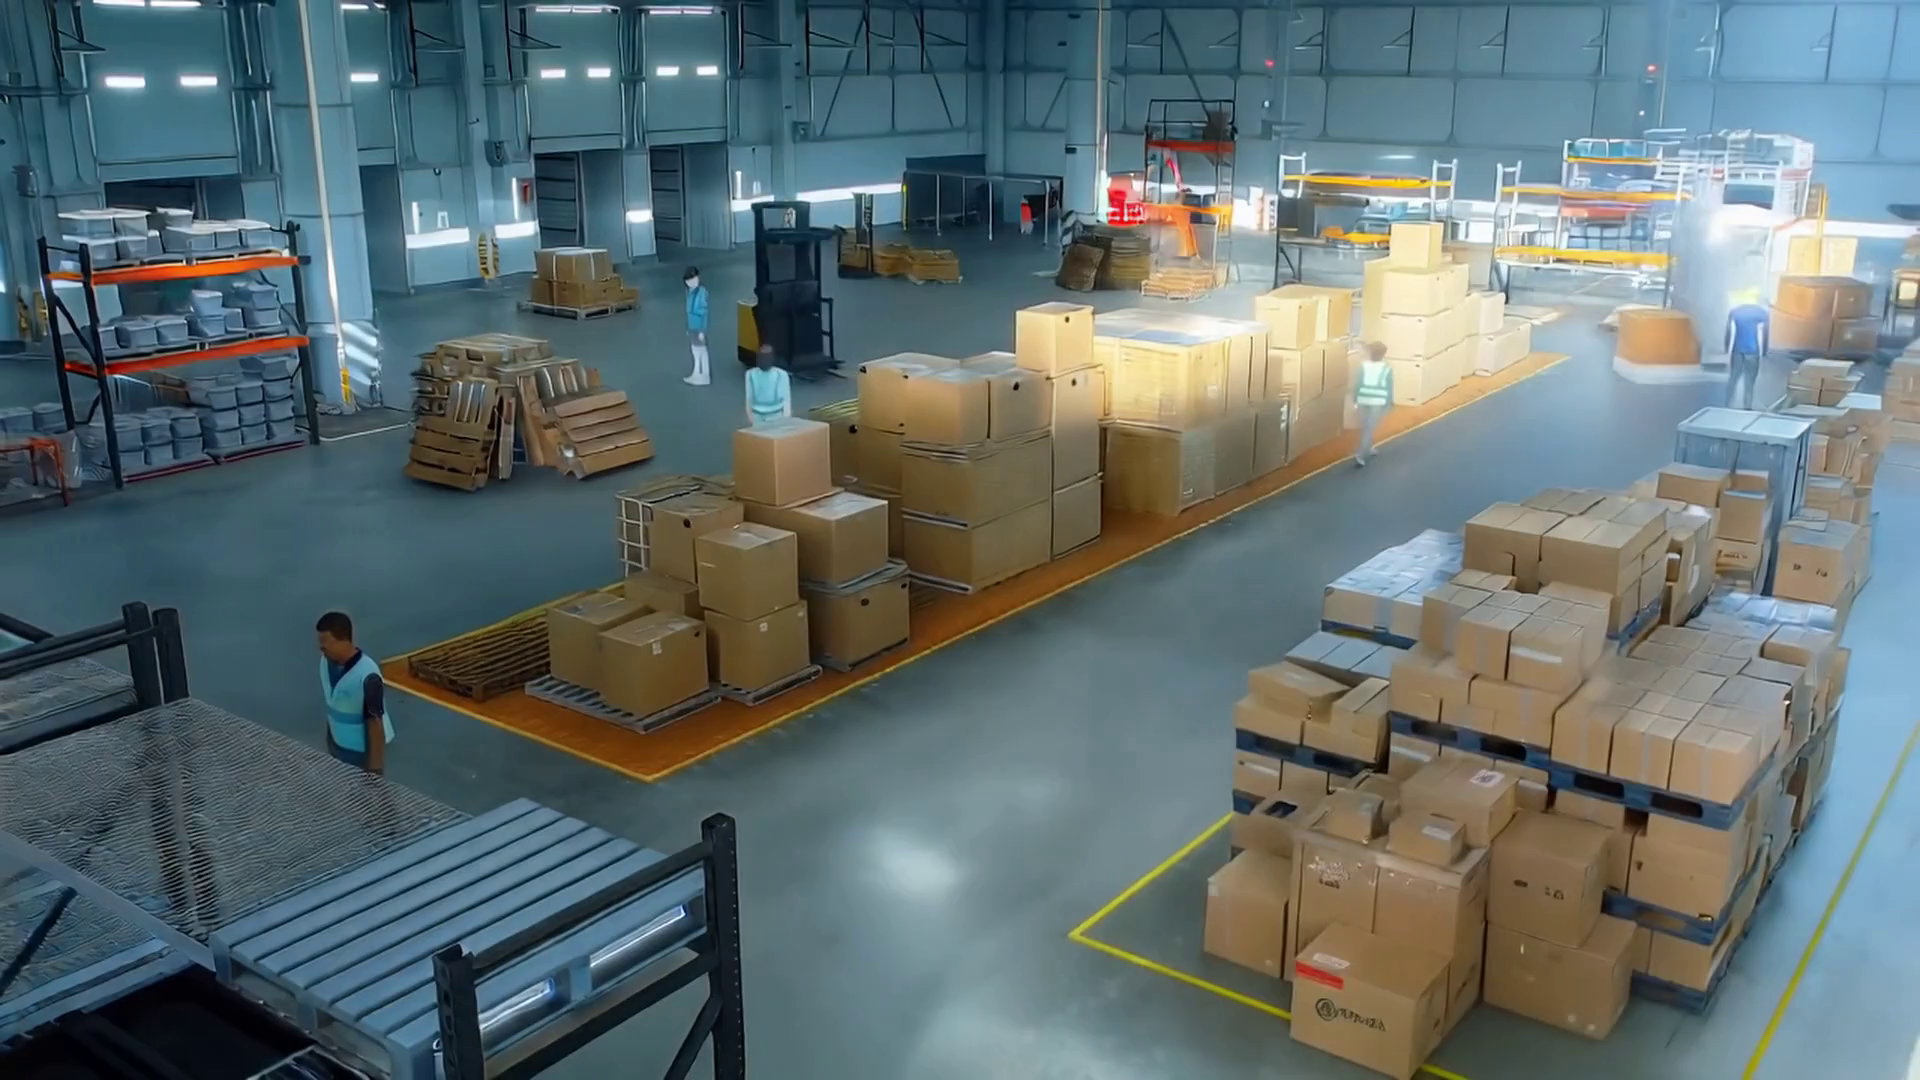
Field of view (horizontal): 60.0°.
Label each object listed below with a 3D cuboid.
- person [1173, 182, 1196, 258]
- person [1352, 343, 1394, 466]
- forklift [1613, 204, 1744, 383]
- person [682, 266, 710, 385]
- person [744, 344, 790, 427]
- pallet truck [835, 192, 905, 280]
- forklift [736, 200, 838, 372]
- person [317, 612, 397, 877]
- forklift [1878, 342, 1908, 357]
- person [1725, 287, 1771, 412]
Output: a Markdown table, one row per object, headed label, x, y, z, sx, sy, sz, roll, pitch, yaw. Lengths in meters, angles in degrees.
| label | x | y | z | sx | sy | sz | roll | pitch | yaw |
| --- | --- | --- | --- | --- | --- | --- | --- | --- | --- |
| person | 5.789 | -8.161 | 42.455 | 0.741 | 1.916 | 0.633 | -7 | 18 | -21 |
| person | 5.423 | -1.793 | 21.907 | 0.511 | 1.595 | 0.885 | 15 | 22 | 40 |
| forklift | 11.898 | -4.034 | 27.131 | 1.873 | 2.768 | 1.129 | 1 | 17 | 3 |
| person | -4.281 | -3.474 | 26.900 | 0.371 | 1.928 | 0.543 | -12 | 20 | -34 |
| person | -2.352 | -1.518 | 20.562 | 0.581 | 1.862 | 0.848 | 2 | 17 | 8 |
| pallet truck | -1.936 | -7.159 | 38.982 | 1.885 | 1.965 | 0.823 | -12 | 21 | -34 |
| forklift | -2.985 | -4.289 | 27.977 | 1.129 | 2.768 | 1.873 | -9 | 19 | -28 |
| person | -3.953 | 1.364 | 10.922 | 0.593 | 1.909 | 0.409 | 13 | 21 | 37 |
| forklift | 17.180 | -4.546 | 28.826 | 1.873 | 2.768 | 1.129 | 6 | 18 | 20 |
| person | 11.584 | -2.763 | 24.525 | 0.377 | 1.940 | 0.628 | -14 | 22 | -39 |
